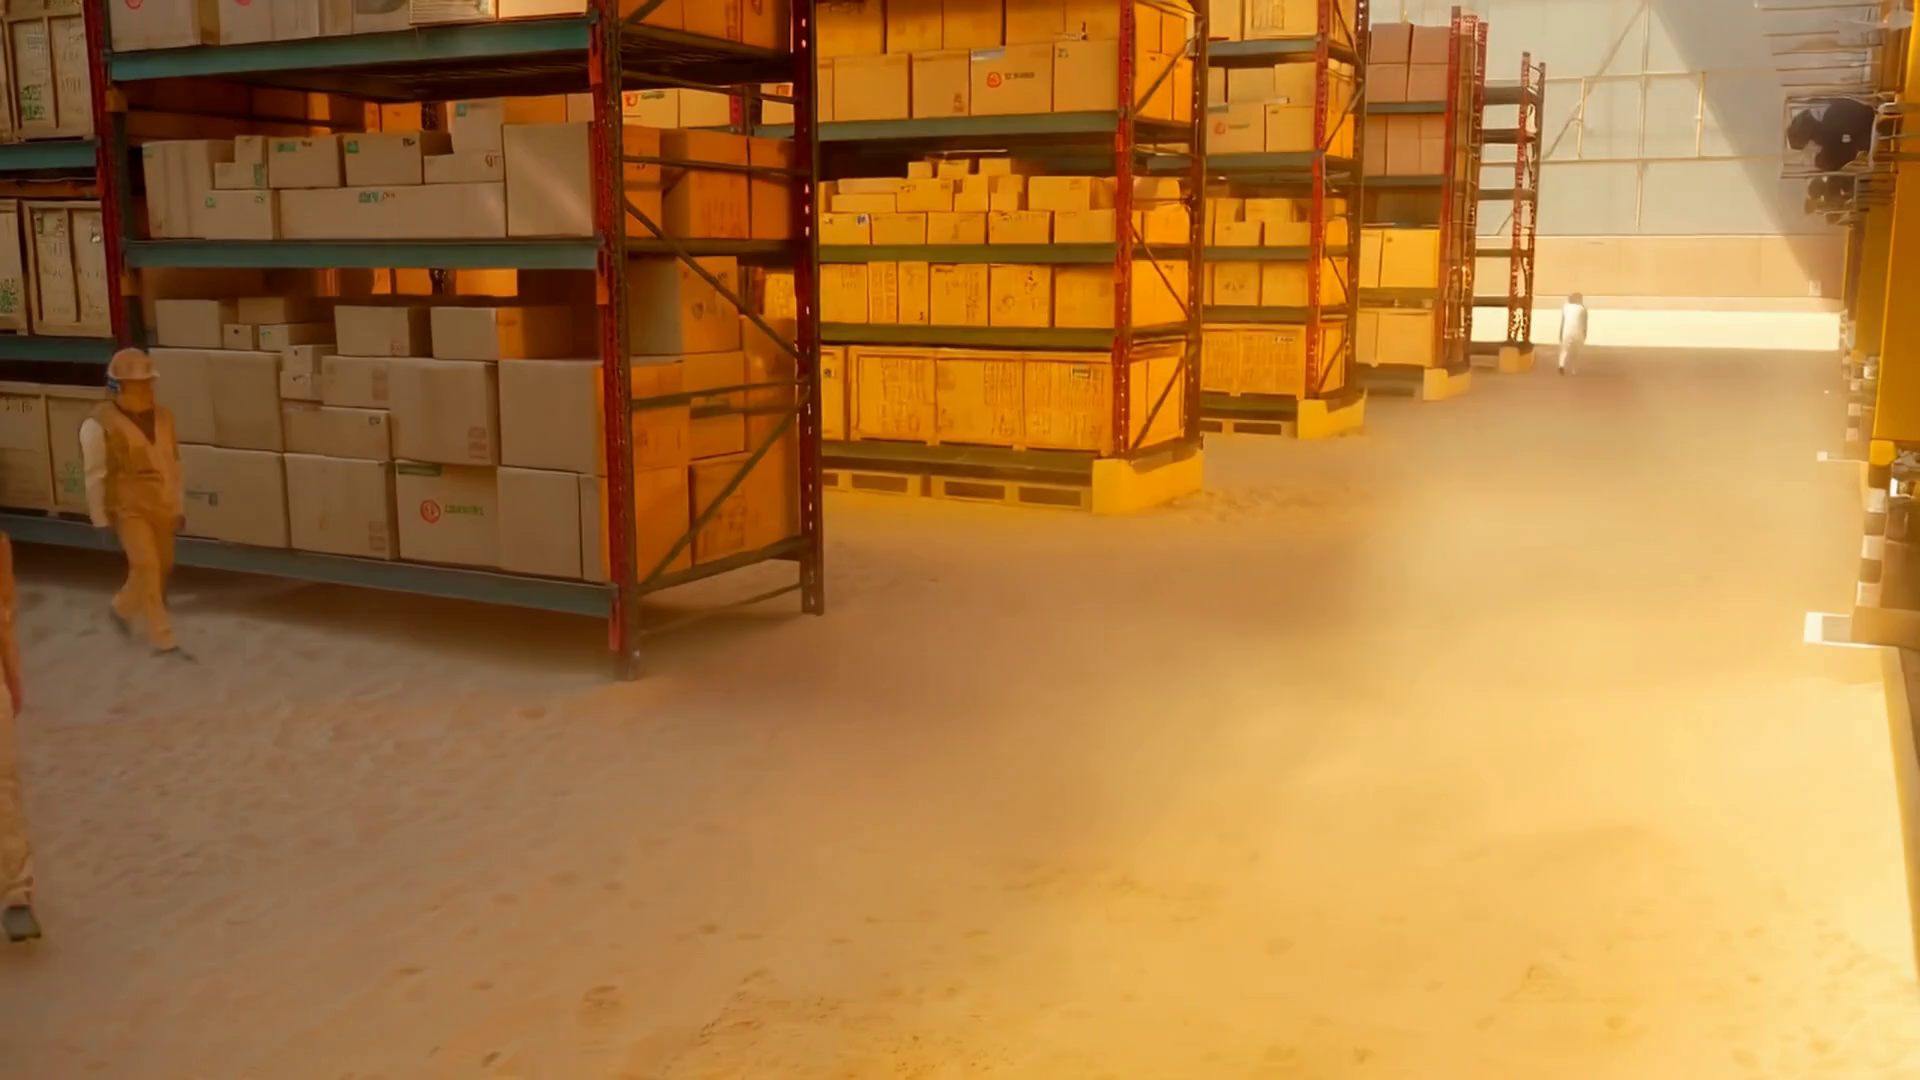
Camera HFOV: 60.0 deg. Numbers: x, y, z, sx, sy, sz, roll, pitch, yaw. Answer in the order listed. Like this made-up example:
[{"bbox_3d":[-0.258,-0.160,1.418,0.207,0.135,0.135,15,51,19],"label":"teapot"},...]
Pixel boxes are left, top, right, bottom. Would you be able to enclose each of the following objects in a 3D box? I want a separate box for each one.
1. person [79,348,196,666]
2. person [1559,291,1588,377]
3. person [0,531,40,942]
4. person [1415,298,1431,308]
[{"bbox_3d":[-4.722,-0.198,9.501,0.779,1.810,0.599,4,11,24],"label":"person"},{"bbox_3d":[11.439,-3.838,31.085,0.527,1.625,0.482,7,12,37],"label":"person"},{"bbox_3d":[-3.406,0.516,5.594,0.483,1.720,0.726,-6,11,-31],"label":"person"},{"bbox_3d":[8.787,-4.111,31.814,0.645,1.923,0.559,5,11,26],"label":"person"}]
